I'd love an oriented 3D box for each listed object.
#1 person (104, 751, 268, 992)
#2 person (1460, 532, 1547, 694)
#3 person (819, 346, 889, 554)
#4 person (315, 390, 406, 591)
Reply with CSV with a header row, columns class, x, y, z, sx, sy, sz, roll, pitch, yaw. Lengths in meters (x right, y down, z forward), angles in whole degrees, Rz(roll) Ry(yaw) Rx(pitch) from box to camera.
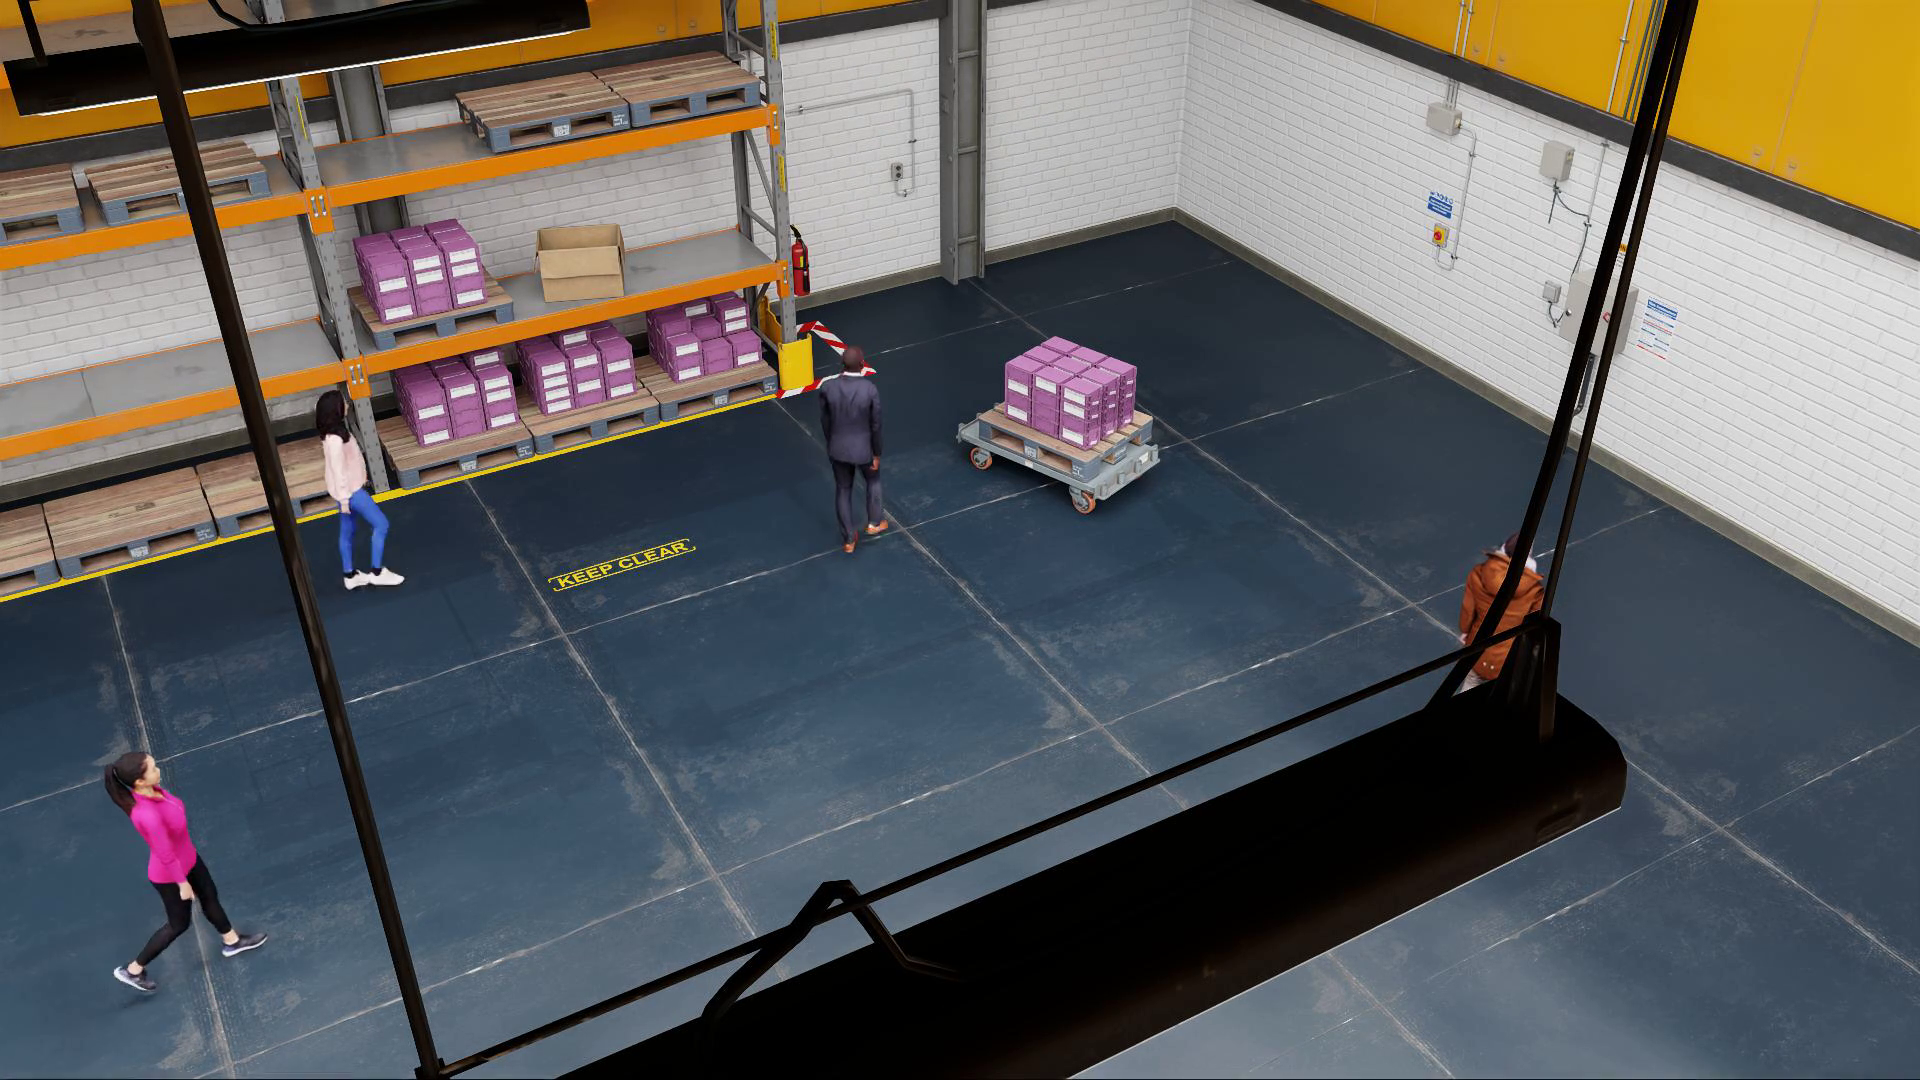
class,x,y,z,sx,sy,sz,roll,pitch,yaw
person,-4.635,1.927,9.625,1.050,1.675,0.616,-15,37,-22
person,3.658,0.717,11.296,0.828,1.839,0.854,21,39,28
person,-0.888,-0.690,13.442,0.865,1.807,0.930,5,34,8
person,-4.867,-0.355,12.987,0.673,1.753,0.651,-16,37,-23
